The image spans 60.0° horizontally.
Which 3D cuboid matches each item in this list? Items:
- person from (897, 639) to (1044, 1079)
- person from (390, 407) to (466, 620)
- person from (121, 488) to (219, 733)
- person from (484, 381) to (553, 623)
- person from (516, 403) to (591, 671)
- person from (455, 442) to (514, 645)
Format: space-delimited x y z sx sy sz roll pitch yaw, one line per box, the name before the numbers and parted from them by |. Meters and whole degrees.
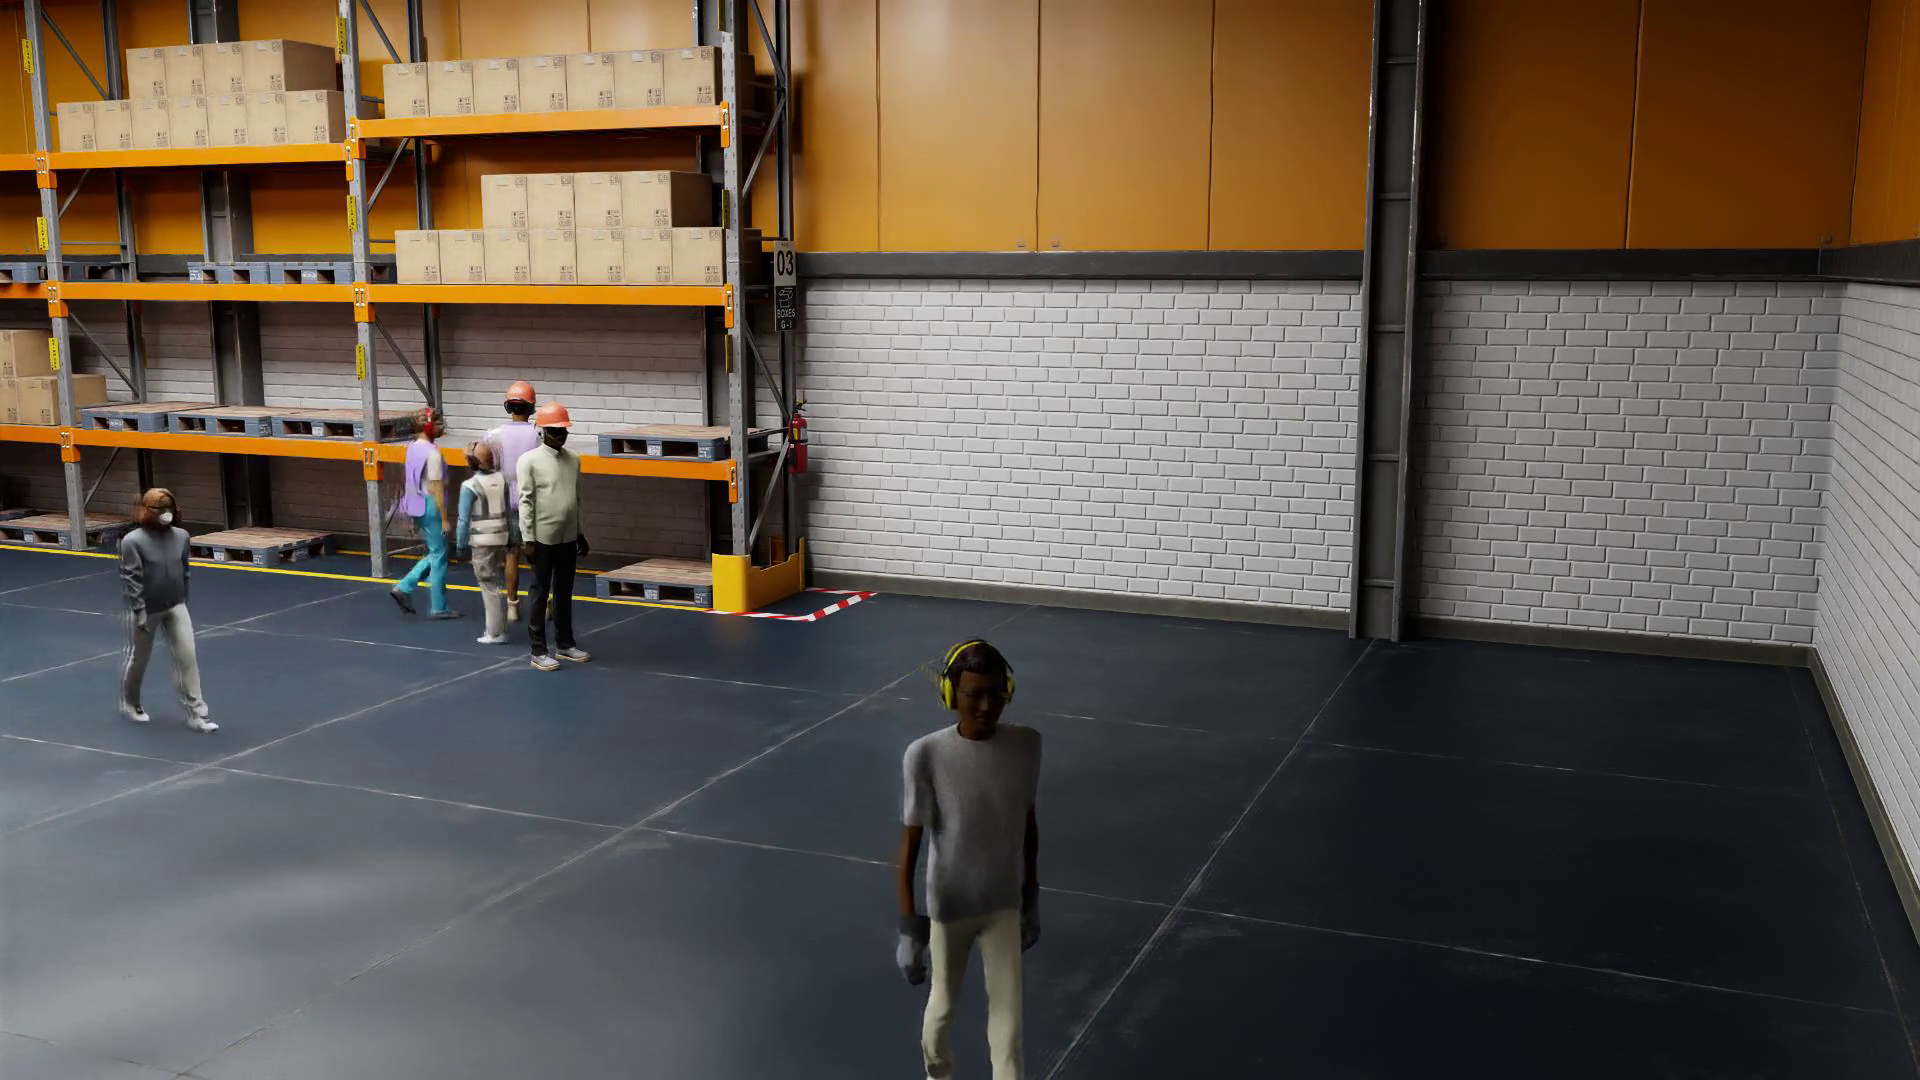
person | 0.033 1.213 5.491 0.544 1.822 0.995 -3 10 -16
person | -4.501 -0.208 14.038 0.495 1.830 0.572 -6 11 -32
person | -5.218 0.445 10.817 0.862 1.595 0.497 6 11 34
person | -3.682 -0.317 14.055 0.615 2.041 0.386 -1 9 -8
person | -3.041 -0.035 12.487 0.379 1.996 0.609 6 11 32
person | -3.805 0.027 13.214 0.454 1.620 0.546 4 10 23
